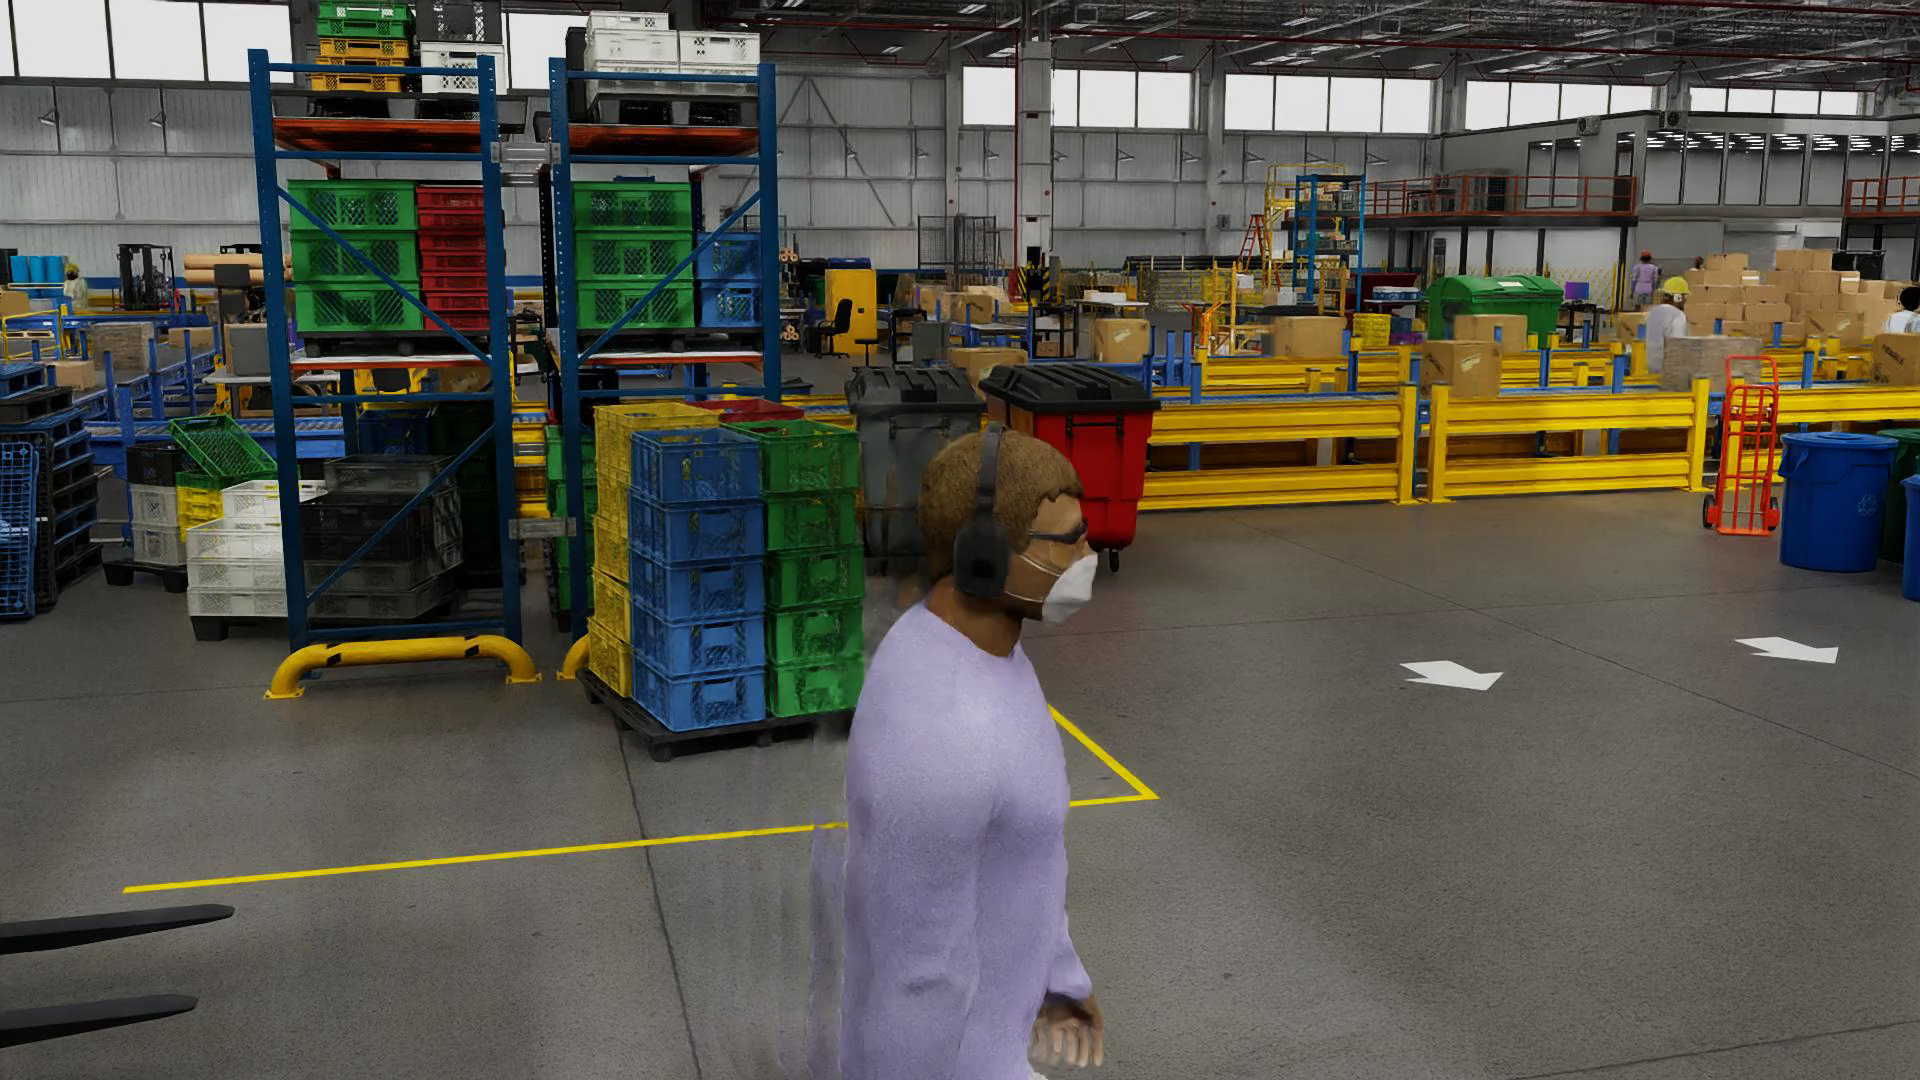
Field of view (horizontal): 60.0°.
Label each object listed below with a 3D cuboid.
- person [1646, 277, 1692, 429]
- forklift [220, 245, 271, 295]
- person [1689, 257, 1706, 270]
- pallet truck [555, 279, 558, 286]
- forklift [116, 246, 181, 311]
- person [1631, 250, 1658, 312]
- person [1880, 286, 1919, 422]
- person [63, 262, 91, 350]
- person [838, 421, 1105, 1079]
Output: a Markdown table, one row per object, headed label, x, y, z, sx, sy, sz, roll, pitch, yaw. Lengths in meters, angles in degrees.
| label | x | y | z | sx | sy | sz | roll | pitch | yaw |
| --- | --- | --- | --- | --- | --- | --- | --- | --- | --- |
| person | 7.271 | -1.780 | 17.050 | 0.462 | 1.817 | 0.601 | -2 | 10 | -14 |
| forklift | -17.749 | -6.334 | 41.440 | 1.157 | 1.987 | 2.680 | -3 | 10 | -17 |
| person | 19.775 | -6.666 | 44.657 | 0.589 | 1.844 | 0.964 | -1 | 10 | -5 |
| pallet truck | -10.604 | -6.375 | 44.520 | 0.653 | 1.274 | 1.630 | -3 | 10 | -15 |
| forklift | -19.966 | -6.232 | 40.894 | 1.157 | 1.987 | 2.680 | -3 | 10 | -15 |
| person | 17.007 | -6.187 | 41.397 | 0.610 | 2.036 | 0.411 | 1 | 10 | 3 |
| person | 10.633 | -1.990 | 18.597 | 0.655 | 1.671 | 0.558 | -2 | 10 | -12 |
| person | -17.950 | -4.748 | 33.891 | 0.599 | 1.808 | 0.812 | 4 | 11 | 22 |
| person | 0.028 | 0.762 | 2.458 | 1.020 | 1.884 | 0.649 | 0 | 10 | 0 |
